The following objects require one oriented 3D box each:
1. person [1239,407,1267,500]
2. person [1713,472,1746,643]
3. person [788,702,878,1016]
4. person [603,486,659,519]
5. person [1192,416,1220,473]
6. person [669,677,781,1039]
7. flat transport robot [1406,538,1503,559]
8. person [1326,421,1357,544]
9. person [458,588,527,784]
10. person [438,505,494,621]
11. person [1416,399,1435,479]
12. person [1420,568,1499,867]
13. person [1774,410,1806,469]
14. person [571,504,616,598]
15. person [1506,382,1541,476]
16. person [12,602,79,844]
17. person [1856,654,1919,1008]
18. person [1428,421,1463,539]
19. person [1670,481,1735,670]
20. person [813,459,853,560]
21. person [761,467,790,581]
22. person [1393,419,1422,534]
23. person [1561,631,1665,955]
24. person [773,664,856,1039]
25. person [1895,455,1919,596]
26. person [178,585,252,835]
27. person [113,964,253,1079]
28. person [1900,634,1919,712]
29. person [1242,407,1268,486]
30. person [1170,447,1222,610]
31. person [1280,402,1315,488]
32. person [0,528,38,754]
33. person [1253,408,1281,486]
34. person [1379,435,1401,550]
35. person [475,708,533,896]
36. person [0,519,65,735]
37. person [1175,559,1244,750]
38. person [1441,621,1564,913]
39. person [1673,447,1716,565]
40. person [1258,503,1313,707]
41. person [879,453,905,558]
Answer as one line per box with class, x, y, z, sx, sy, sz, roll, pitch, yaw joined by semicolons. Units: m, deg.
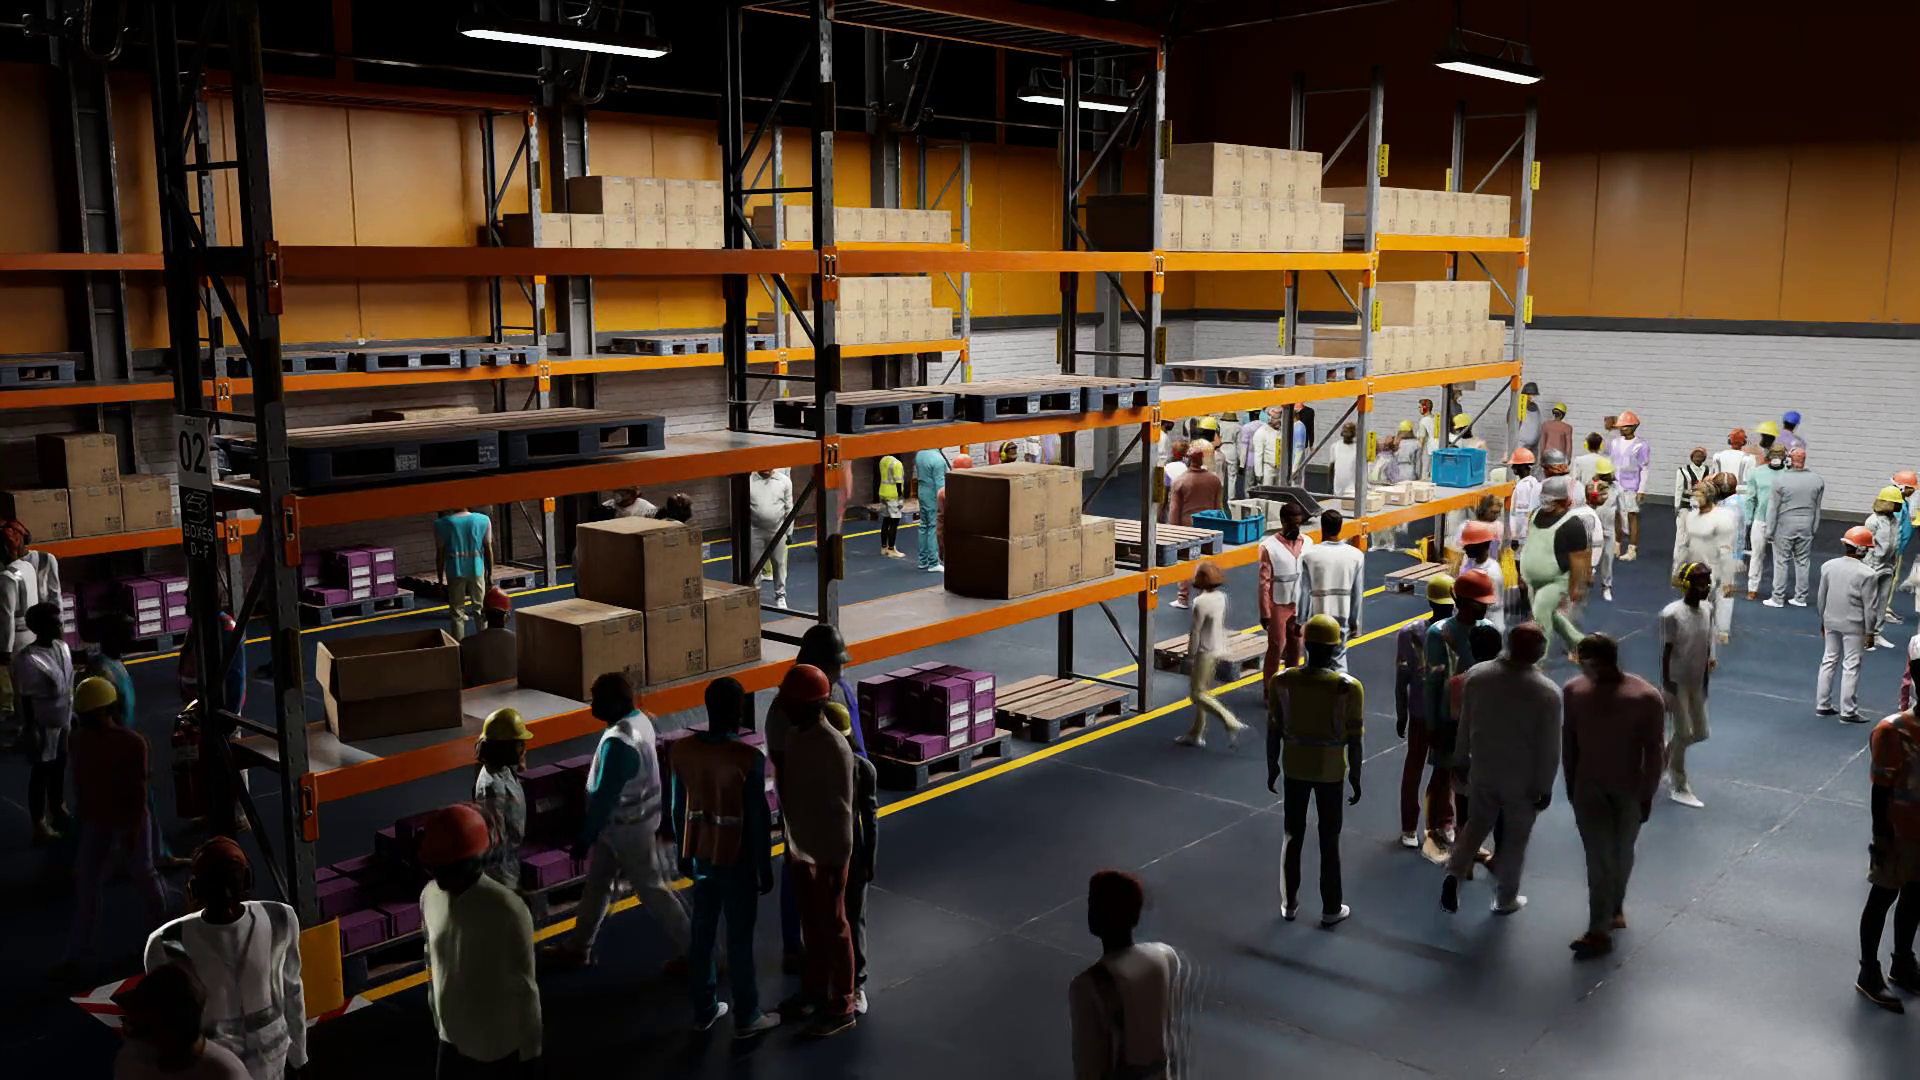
person;4.582;-1.217;25.937;0.592;1.915;0.391;-7;12;-36
person;8.161;0.184;17.805;0.429;1.837;0.626;5;11;26
person;-0.683;1.715;8.965;0.486;1.738;0.321;0;10;-2
person;-3.327;0.283;16.594;0.682;2.000;0.536;2;10;11
person;3.435;-0.780;23.310;0.413;1.910;0.600;-2;10;-12
person;-1.246;1.666;8.722;0.587;1.913;0.392;5;11;28
flat transport robot;6.920;0.130;22.784;1.431;0.197;0.652;-2;10;-11
person;5.527;-0.803;23.742;0.543;1.822;0.723;6;11;32
person;-3.313;1.207;11.960;0.564;1.745;0.350;-2;10;-12
person;-5.565;-0.101;18.886;0.535;2.000;0.683;8;12;39
person;7.656;-1.388;27.194;0.378;1.838;0.561;8;13;41
person;3.396;1.190;11.209;0.606;2.035;0.402;-4;10;-25
person;11.931;-0.935;24.219;0.632;1.922;0.664;9;13;41
person;-3.143;0.658;14.601;0.613;1.955;0.362;8;13;41
person;9.714;-1.718;28.540;0.685;2.000;0.535;-5;11;-29
person;-6.428;1.269;11.742;0.319;1.695;0.537;0;10;3
person;5.236;1.571;9.127;0.608;1.966;0.372;-3;10;-19
person;6.999;-0.869;23.985;0.362;1.872;0.699;-6;11;-31
person;7.288;0.369;16.433;0.632;1.917;0.660;-2;10;-9
person;-1.727;-0.649;22.638;0.657;1.882;0.516;7;12;36
person;-2.416;-0.435;21.210;0.355;1.930;0.589;9;13;42
person;6.645;-0.938;24.878;0.487;1.717;0.745;4;10;22
person;3.869;1.482;9.956;0.630;1.875;0.904;5;11;28
person;-0.778;1.620;8.789;0.409;1.986;0.620;-6;11;-33
person;11.732;-0.251;20.195;0.984;1.895;0.601;0;10;-1
person;-5.293;1.187;11.791;0.429;1.841;0.633;-9;13;-44
person;-2.398;2.234;5.292;0.641;1.927;0.646;6;11;32
person;6.775;1.250;11.488;0.405;1.824;0.586;-6;11;-32
person;4.814;-1.391;26.726;0.611;1.996;0.375;8;13;41
person;2.739;-0.138;19.517;0.650;1.904;0.403;-3;10;-17
person;5.662;-1.596;27.968;0.609;1.988;0.392;-1;10;-5
person;-7.824;0.827;13.830;0.339;1.882;0.578;-2;10;-11
person;4.674;-1.033;24.907;0.654;1.895;0.400;-7;12;-35
person;6.053;-0.670;23.507;0.324;1.631;0.523;2;10;10
person;-2.402;1.737;8.833;0.326;1.737;0.486;-2;10;-9
person;-8.044;0.745;14.331;0.589;1.876;0.359;-3;10;-18
person;2.076;0.962;13.802;0.597;1.613;0.518;6;11;31
person;3.321;1.435;10.210;0.688;1.879;0.668;9;13;43
person;9.720;-0.424;22.021;0.516;1.636;0.314;0;10;3
person;2.950;0.598;15.121;0.597;1.908;0.401;-6;11;-30
person;-0.931;-0.584;22.838;0.320;1.687;0.539;-5;11;-29
